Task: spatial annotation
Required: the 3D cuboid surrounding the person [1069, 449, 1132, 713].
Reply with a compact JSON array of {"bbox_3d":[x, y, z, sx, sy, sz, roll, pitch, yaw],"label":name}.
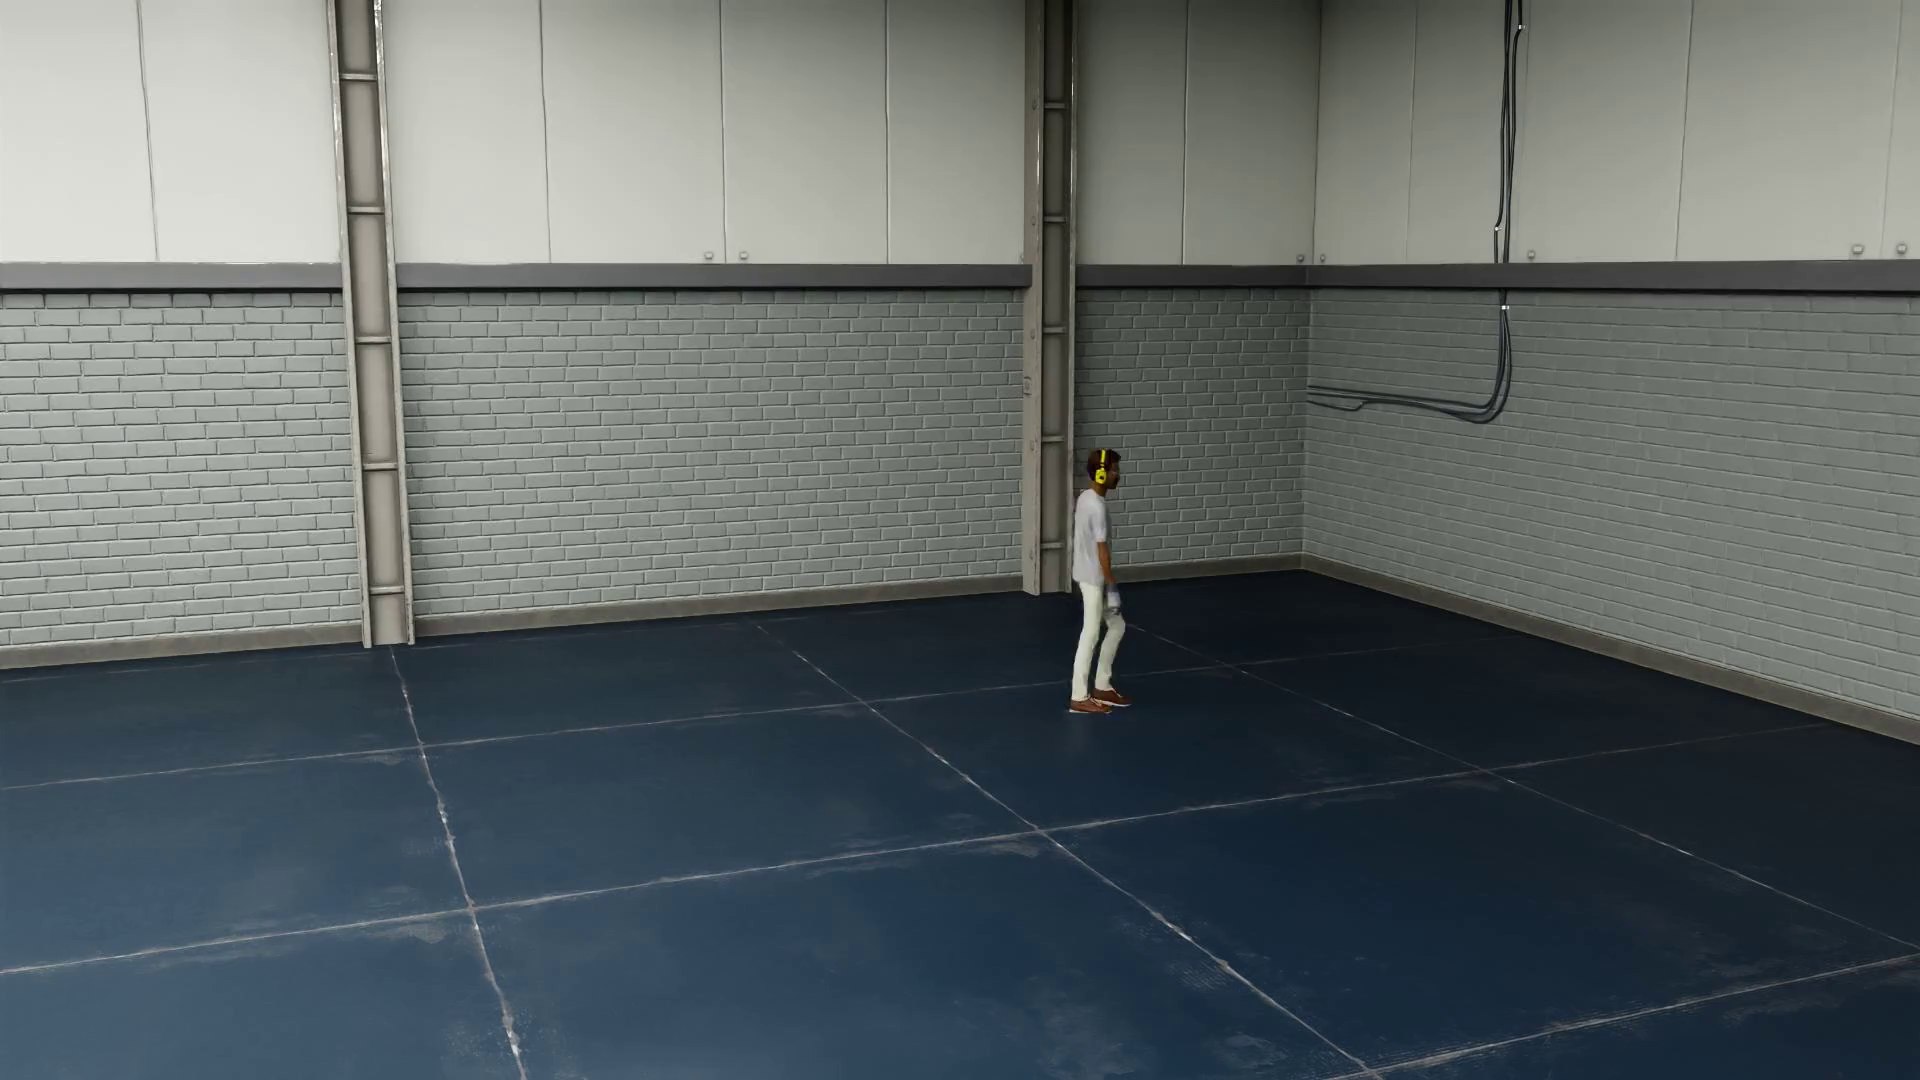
[{"bbox_3d":[1.025,0.297,11.443,0.609,1.849,0.577,0,9,-1],"label":"person"}]
